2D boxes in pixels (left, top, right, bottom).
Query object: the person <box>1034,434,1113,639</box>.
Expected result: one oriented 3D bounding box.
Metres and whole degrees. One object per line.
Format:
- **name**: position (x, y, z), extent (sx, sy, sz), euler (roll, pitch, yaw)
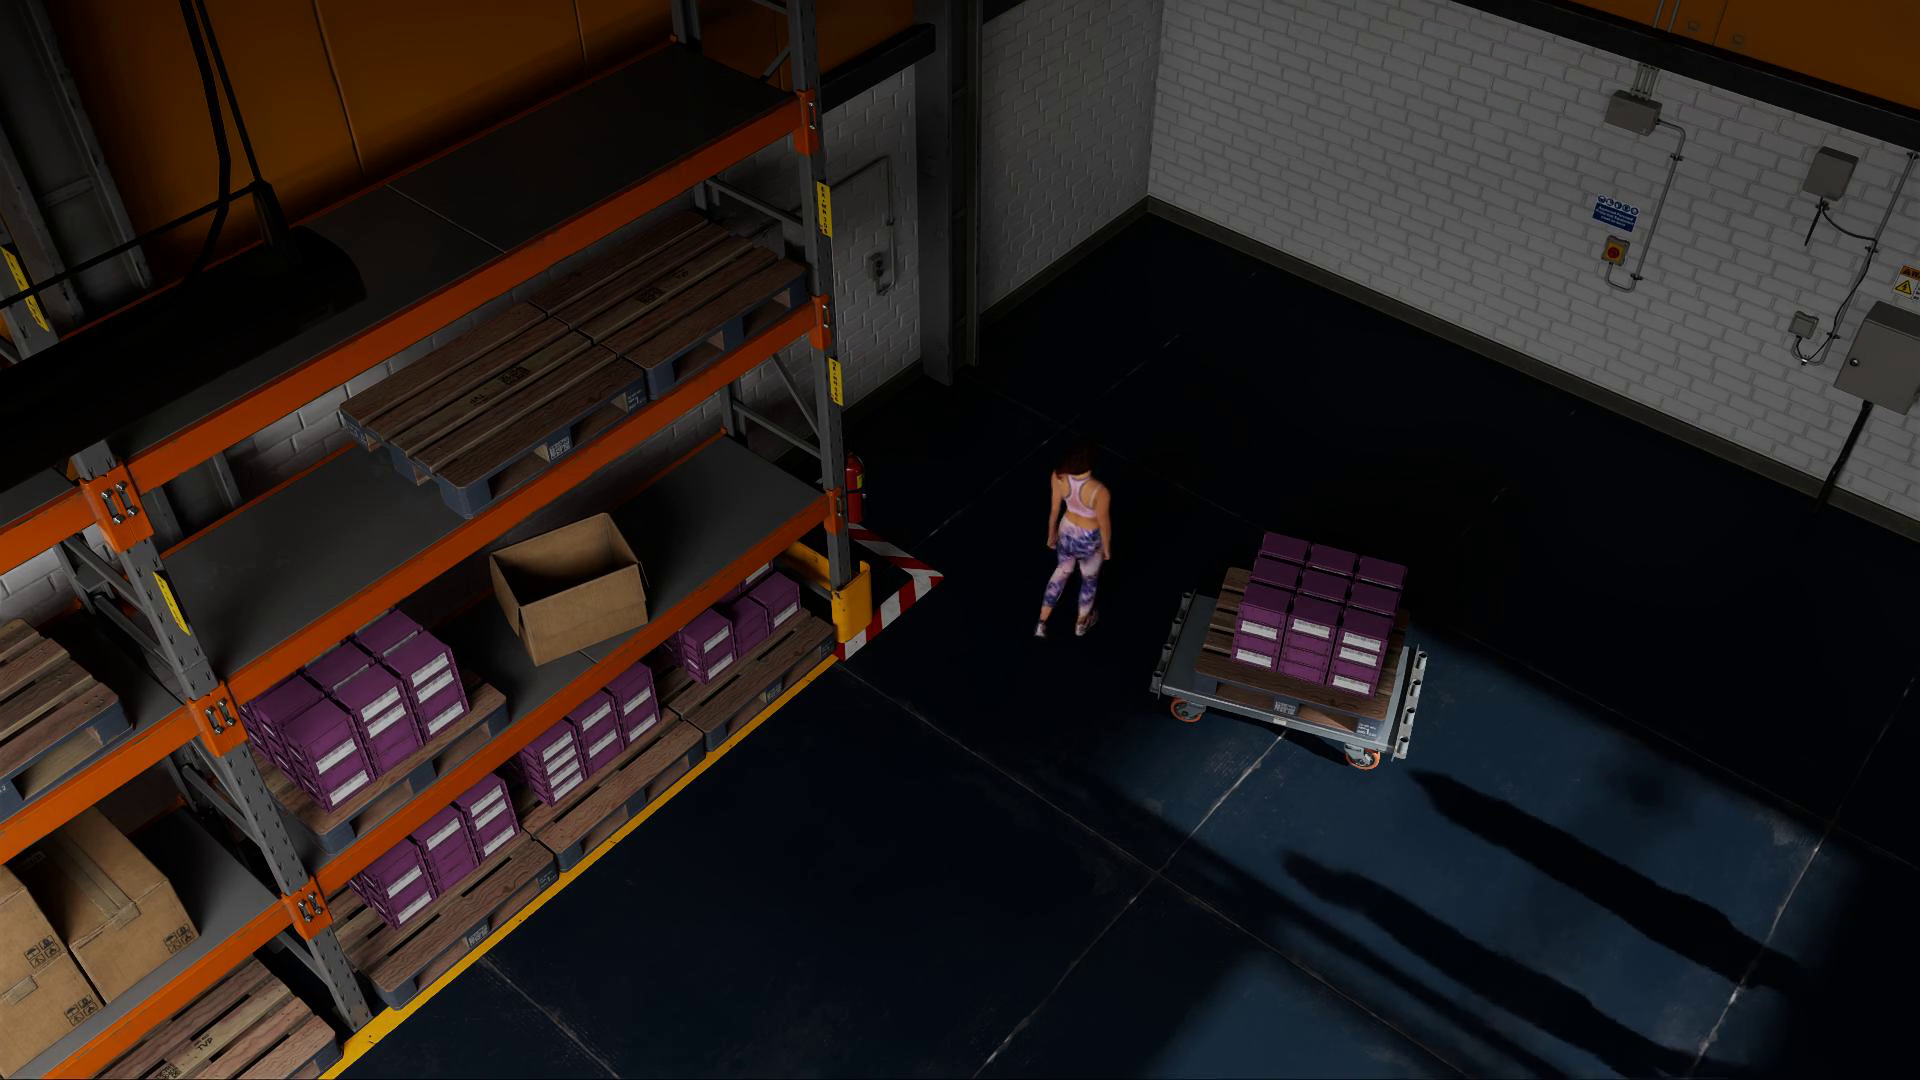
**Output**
- **person**: position (0.752, 0.055, 10.859), extent (0.657, 1.756, 0.898), euler (23, 48, 23)
